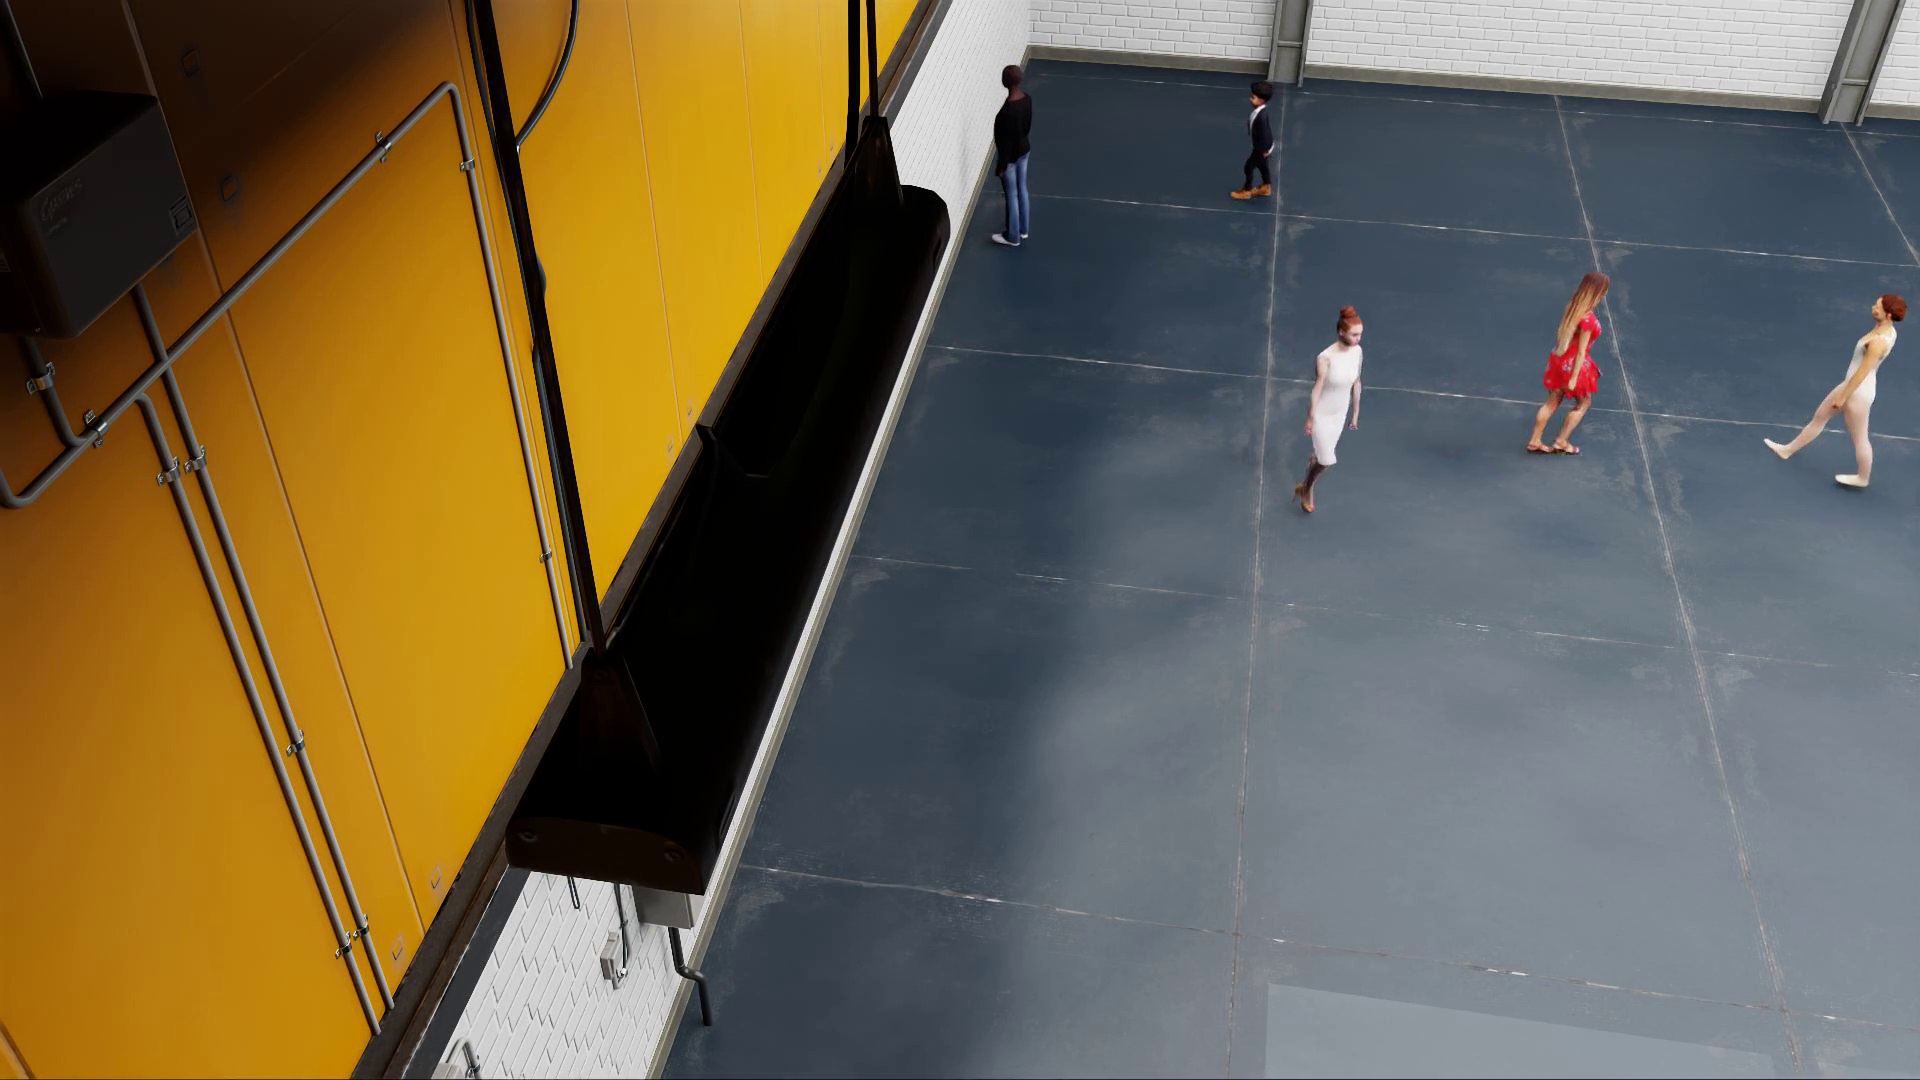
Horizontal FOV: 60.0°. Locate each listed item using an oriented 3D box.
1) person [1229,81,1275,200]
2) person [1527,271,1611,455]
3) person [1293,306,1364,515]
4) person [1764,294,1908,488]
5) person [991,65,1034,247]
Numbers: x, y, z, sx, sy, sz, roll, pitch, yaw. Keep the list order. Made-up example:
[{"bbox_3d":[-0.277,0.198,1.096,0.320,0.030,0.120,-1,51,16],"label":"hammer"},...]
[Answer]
[{"bbox_3d":[3.004,-3.920,16.381,0.699,1.203,0.571,-1,39,-1],"label":"person"},{"bbox_3d":[4.614,-1.339,12.852,0.750,1.574,0.682,-3,39,-3],"label":"person"},{"bbox_3d":[2.644,-0.951,12.201,0.725,1.780,0.791,-19,42,-22],"label":"person"},{"bbox_3d":[6.830,-1.074,12.502,1.097,1.596,0.807,19,42,22],"label":"person"},{"bbox_3d":[0.511,-3.594,15.535,0.666,1.749,0.671,23,44,26],"label":"person"}]
